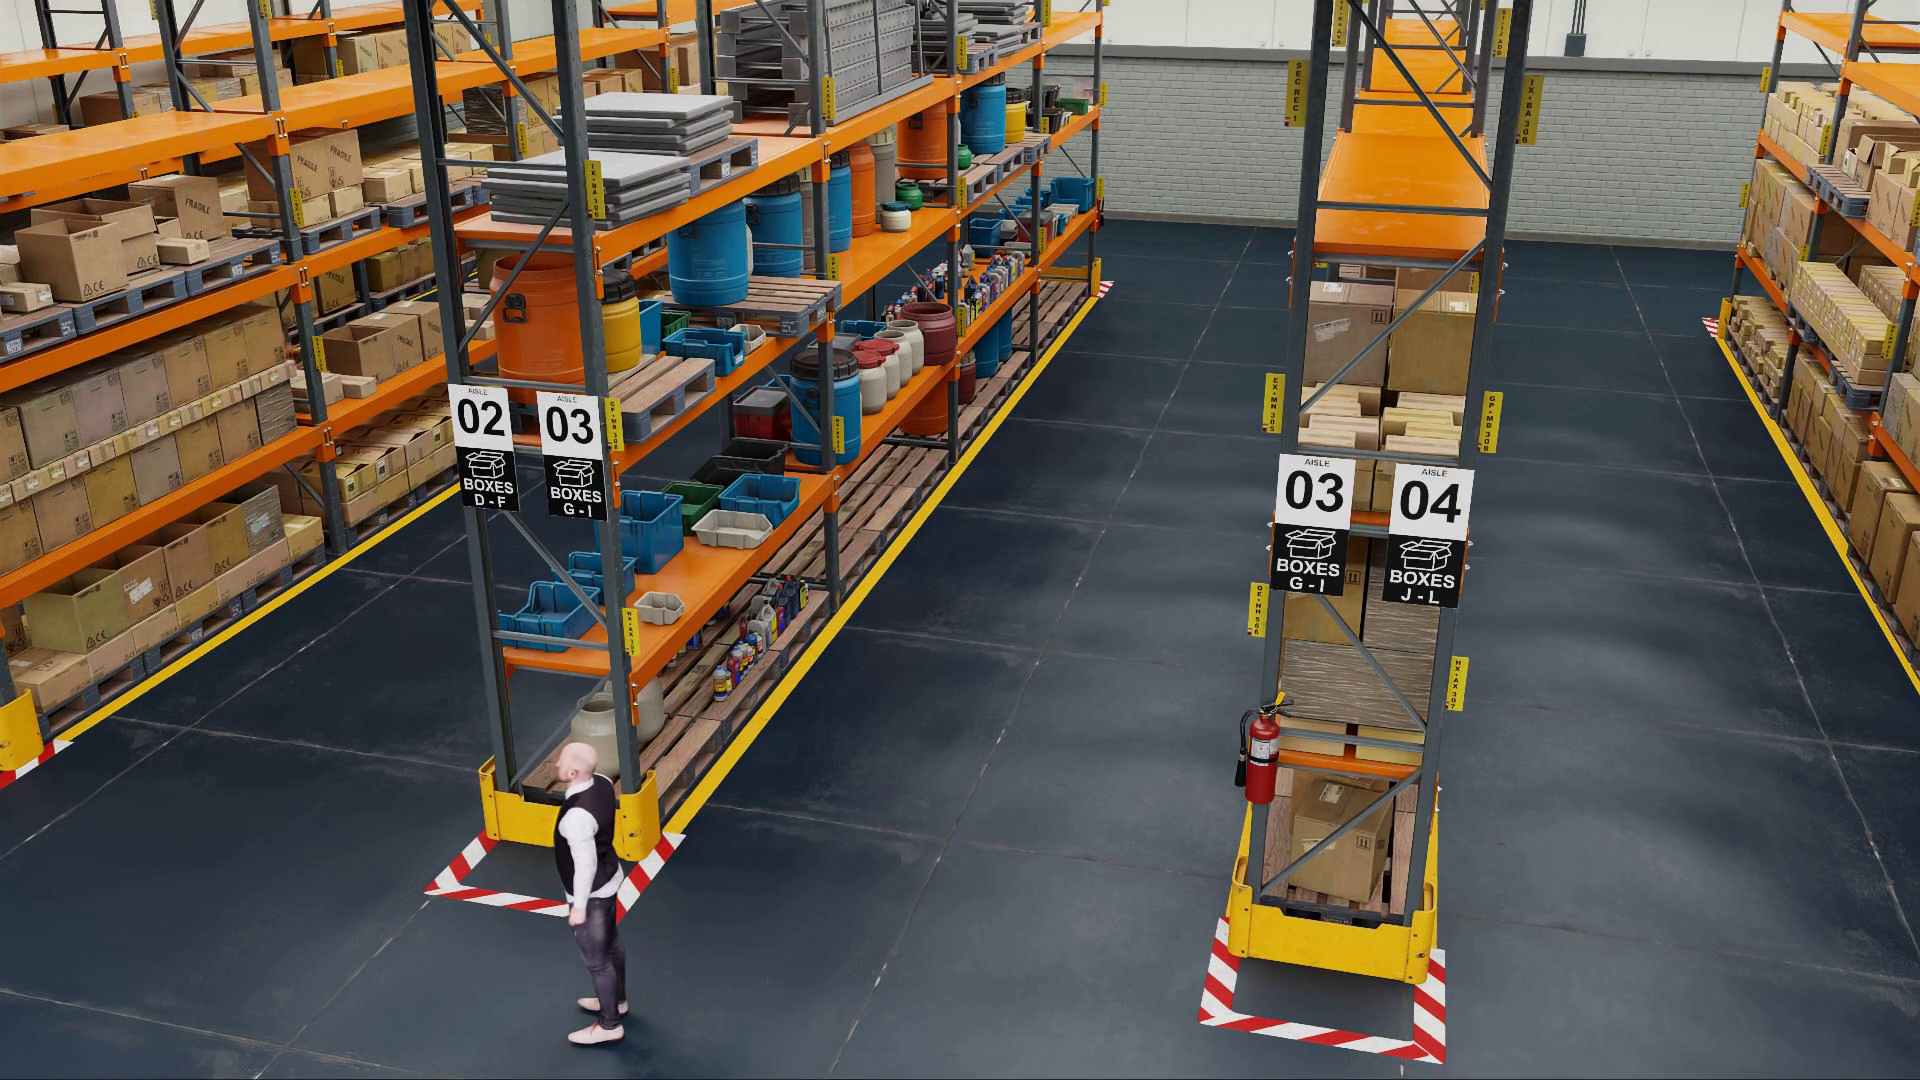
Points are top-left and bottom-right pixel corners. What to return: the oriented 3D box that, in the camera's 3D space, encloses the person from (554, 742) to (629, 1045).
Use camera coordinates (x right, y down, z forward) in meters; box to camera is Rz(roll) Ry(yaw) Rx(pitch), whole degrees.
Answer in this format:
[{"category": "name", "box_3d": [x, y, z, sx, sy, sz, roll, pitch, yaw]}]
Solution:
[{"category": "person", "box_3d": [-2.006, 1.907, 9.063, 0.805, 1.824, 0.627, 0, 22, 1]}]
